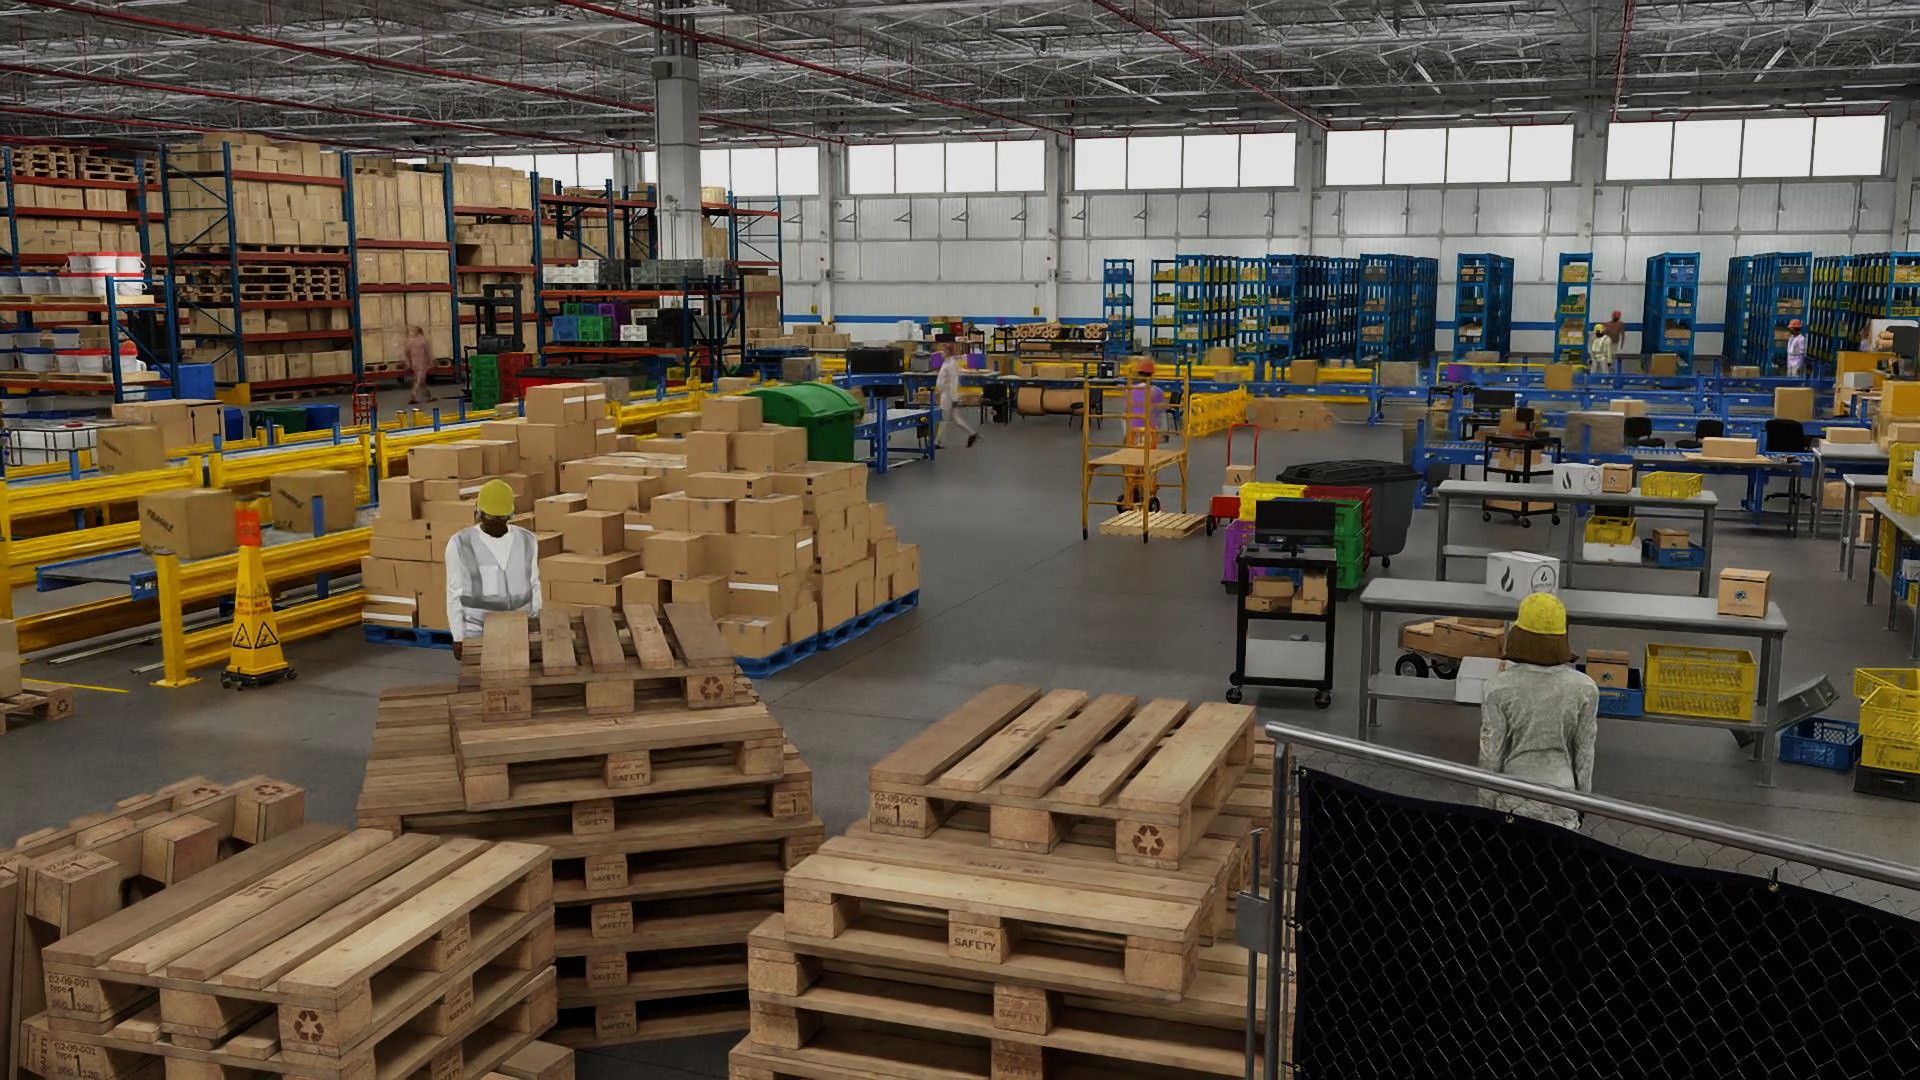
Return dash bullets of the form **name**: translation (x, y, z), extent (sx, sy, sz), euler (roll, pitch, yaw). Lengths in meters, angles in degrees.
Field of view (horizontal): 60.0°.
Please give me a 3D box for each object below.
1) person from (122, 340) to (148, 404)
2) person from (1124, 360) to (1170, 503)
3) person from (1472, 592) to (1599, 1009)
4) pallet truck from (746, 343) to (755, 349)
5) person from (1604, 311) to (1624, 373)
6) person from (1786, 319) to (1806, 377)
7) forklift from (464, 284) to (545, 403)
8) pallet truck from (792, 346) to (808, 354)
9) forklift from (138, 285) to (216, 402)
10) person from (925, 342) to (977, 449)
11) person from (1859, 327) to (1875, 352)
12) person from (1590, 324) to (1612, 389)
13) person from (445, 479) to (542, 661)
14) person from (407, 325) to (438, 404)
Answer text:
- **person**: translation (-14.086, -2.433, 28.315), extent (0.549, 1.936, 0.376), euler (-9, 13, -44)
- **person**: translation (2.544, -1.470, 22.435), extent (0.554, 1.884, 0.978), euler (7, 11, 37)
- **person**: translation (2.366, 1.077, 6.887), extent (0.487, 1.744, 0.295), euler (0, 9, -3)
- **pallet truck**: translation (-6.183, -4.618, 44.264), extent (1.601, 1.201, 0.680), euler (-9, 12, -43)
- **person**: translation (20.479, -6.228, 52.168), extent (0.623, 1.946, 0.943), euler (2, 9, 10)
- **person**: translation (18.875, -3.973, 37.656), extent (0.397, 2.044, 0.609), euler (0, 9, 1)
- **forklift**: translation (-10.832, -4.702, 39.610), extent (1.129, 2.768, 1.873), euler (3, 10, 20)
- **pallet truck**: translation (-3.705, -4.298, 42.022), extent (0.653, 1.274, 1.630), euler (3, 10, 20)
- **forklift**: translation (-17.480, -4.200, 36.461), extent (1.873, 2.768, 1.129), euler (3, 10, 19)
- **person**: translation (-0.149, -2.516, 29.037), extent (0.868, 1.881, 0.646), euler (-1, 9, -5)
- **person**: translation (21.656, -4.203, 39.865), extent (0.951, 1.797, 0.574), euler (2, 9, 15)
- **person**: translation (16.294, -4.591, 42.328), extent (0.669, 1.787, 0.620), euler (-3, 10, -19)
- **person**: translation (-2.786, 0.536, 10.037), extent (0.588, 1.822, 0.403), euler (-6, 11, -35)
- **person**: translation (-12.749, -4.141, 39.338), extent (0.649, 1.852, 1.038), euler (5, 10, 29)
